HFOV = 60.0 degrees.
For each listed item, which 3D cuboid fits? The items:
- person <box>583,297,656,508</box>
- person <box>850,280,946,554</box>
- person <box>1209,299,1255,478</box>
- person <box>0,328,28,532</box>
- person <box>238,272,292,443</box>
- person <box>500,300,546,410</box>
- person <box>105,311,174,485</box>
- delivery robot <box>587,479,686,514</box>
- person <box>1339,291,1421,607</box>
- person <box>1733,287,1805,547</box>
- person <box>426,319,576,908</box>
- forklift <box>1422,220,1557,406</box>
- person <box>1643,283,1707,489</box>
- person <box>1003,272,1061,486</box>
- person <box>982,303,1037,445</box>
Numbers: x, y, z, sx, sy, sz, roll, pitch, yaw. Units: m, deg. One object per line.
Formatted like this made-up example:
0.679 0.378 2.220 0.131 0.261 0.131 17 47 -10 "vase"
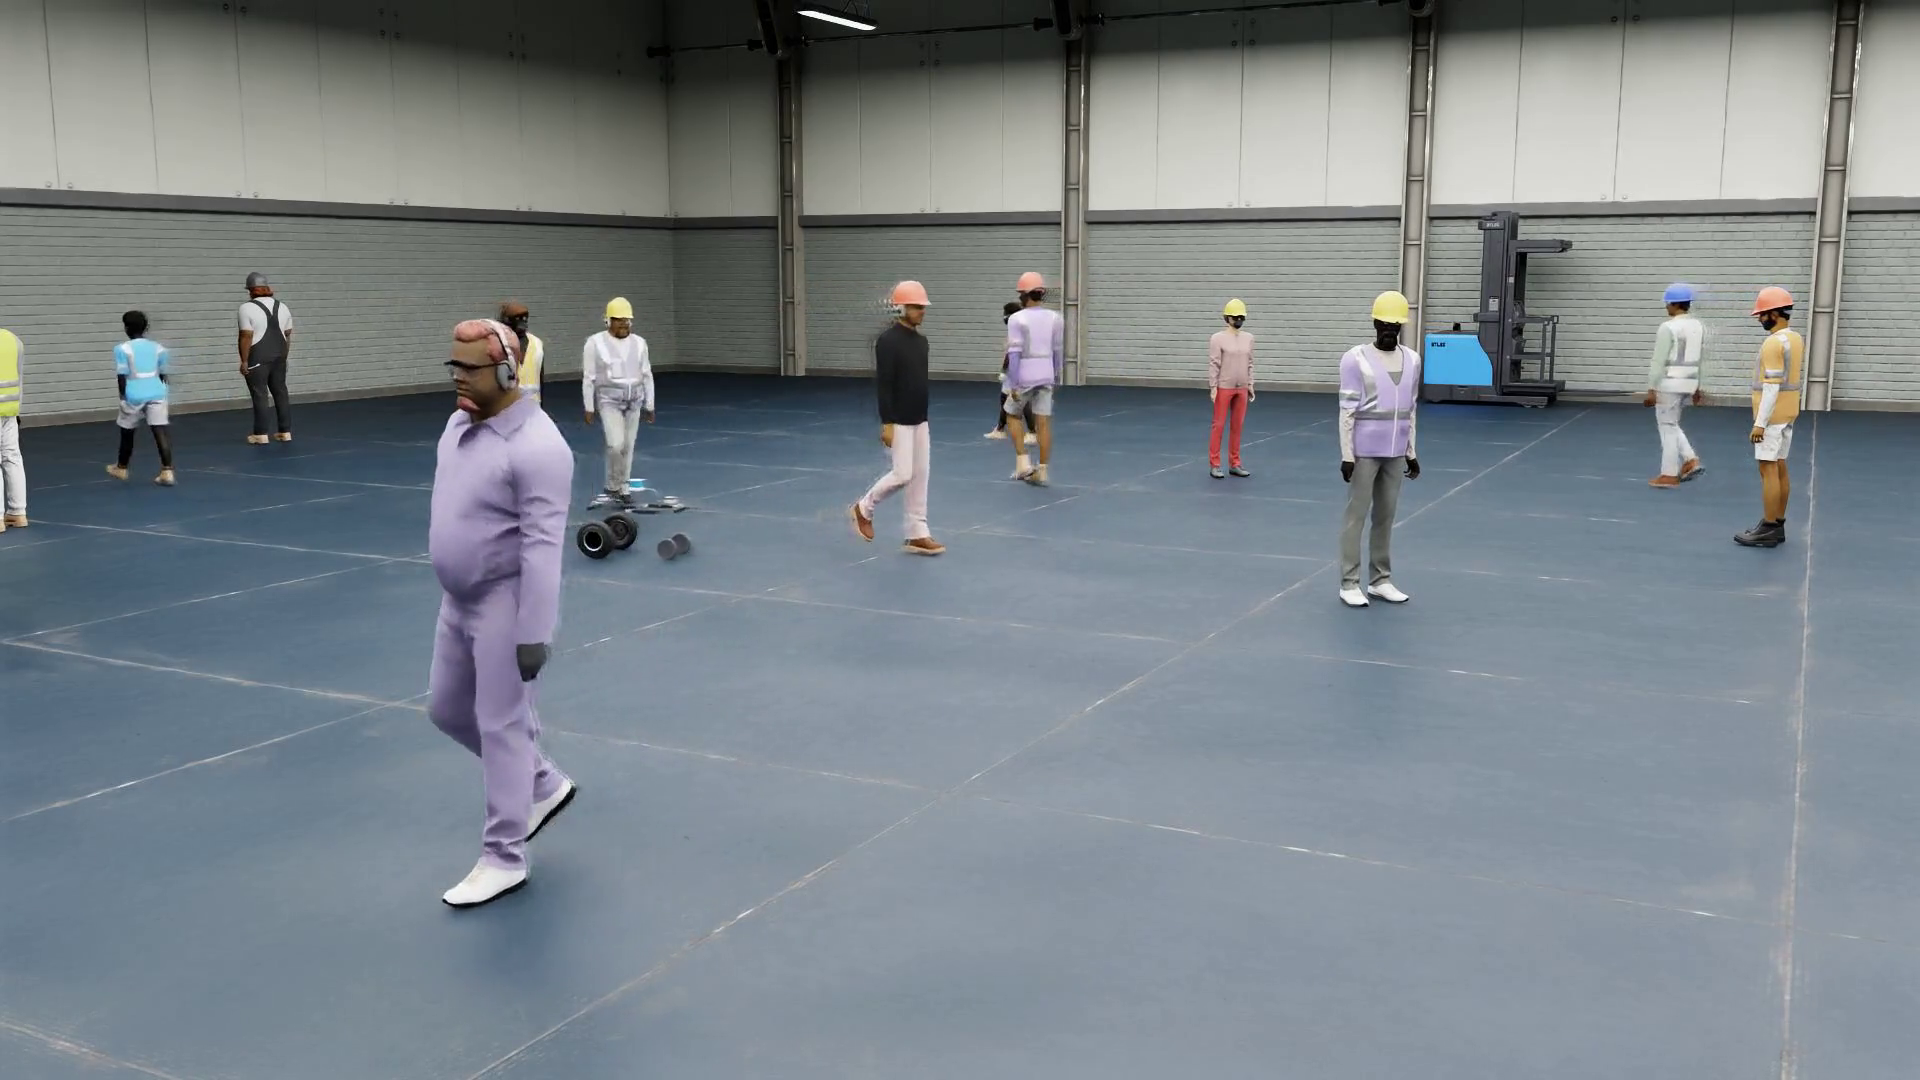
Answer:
-2.914 -1.173 14.332 0.623 1.815 0.463 -8 12 -39 "person"
-0.432 -0.889 12.077 0.648 1.980 0.628 6 11 32 "person"
2.716 -1.505 16.543 0.533 1.767 0.325 -5 10 -27 "person"
-7.674 -0.992 13.147 0.429 1.842 0.635 1 9 8 "person"
-8.371 -2.169 19.929 0.536 2.000 0.688 5 11 29 "person"
-3.540 -1.008 13.383 0.630 1.804 0.912 -8 12 -40 "person"
-7.917 -1.368 16.017 0.831 1.658 0.544 6 11 35 "person"
-2.348 -0.328 12.051 0.698 0.223 0.335 2 9 12 "delivery robot"
2.590 -0.560 10.230 0.589 1.924 0.383 -4 10 -25 "person"
6.071 -0.925 12.469 0.368 1.929 0.542 8 12 42 "person"
-1.534 0.220 5.501 0.548 1.894 0.703 -8 12 -42 "person"
8.245 -3.527 25.720 1.873 2.768 1.129 5 10 27 "forklift"
6.718 -1.449 15.677 0.621 1.931 0.433 -7 11 -36 "person"
0.690 -1.545 15.955 0.606 2.027 0.517 -5 11 -29 "person"
0.565 -1.948 19.591 0.779 1.665 0.552 1 9 5 "person"
